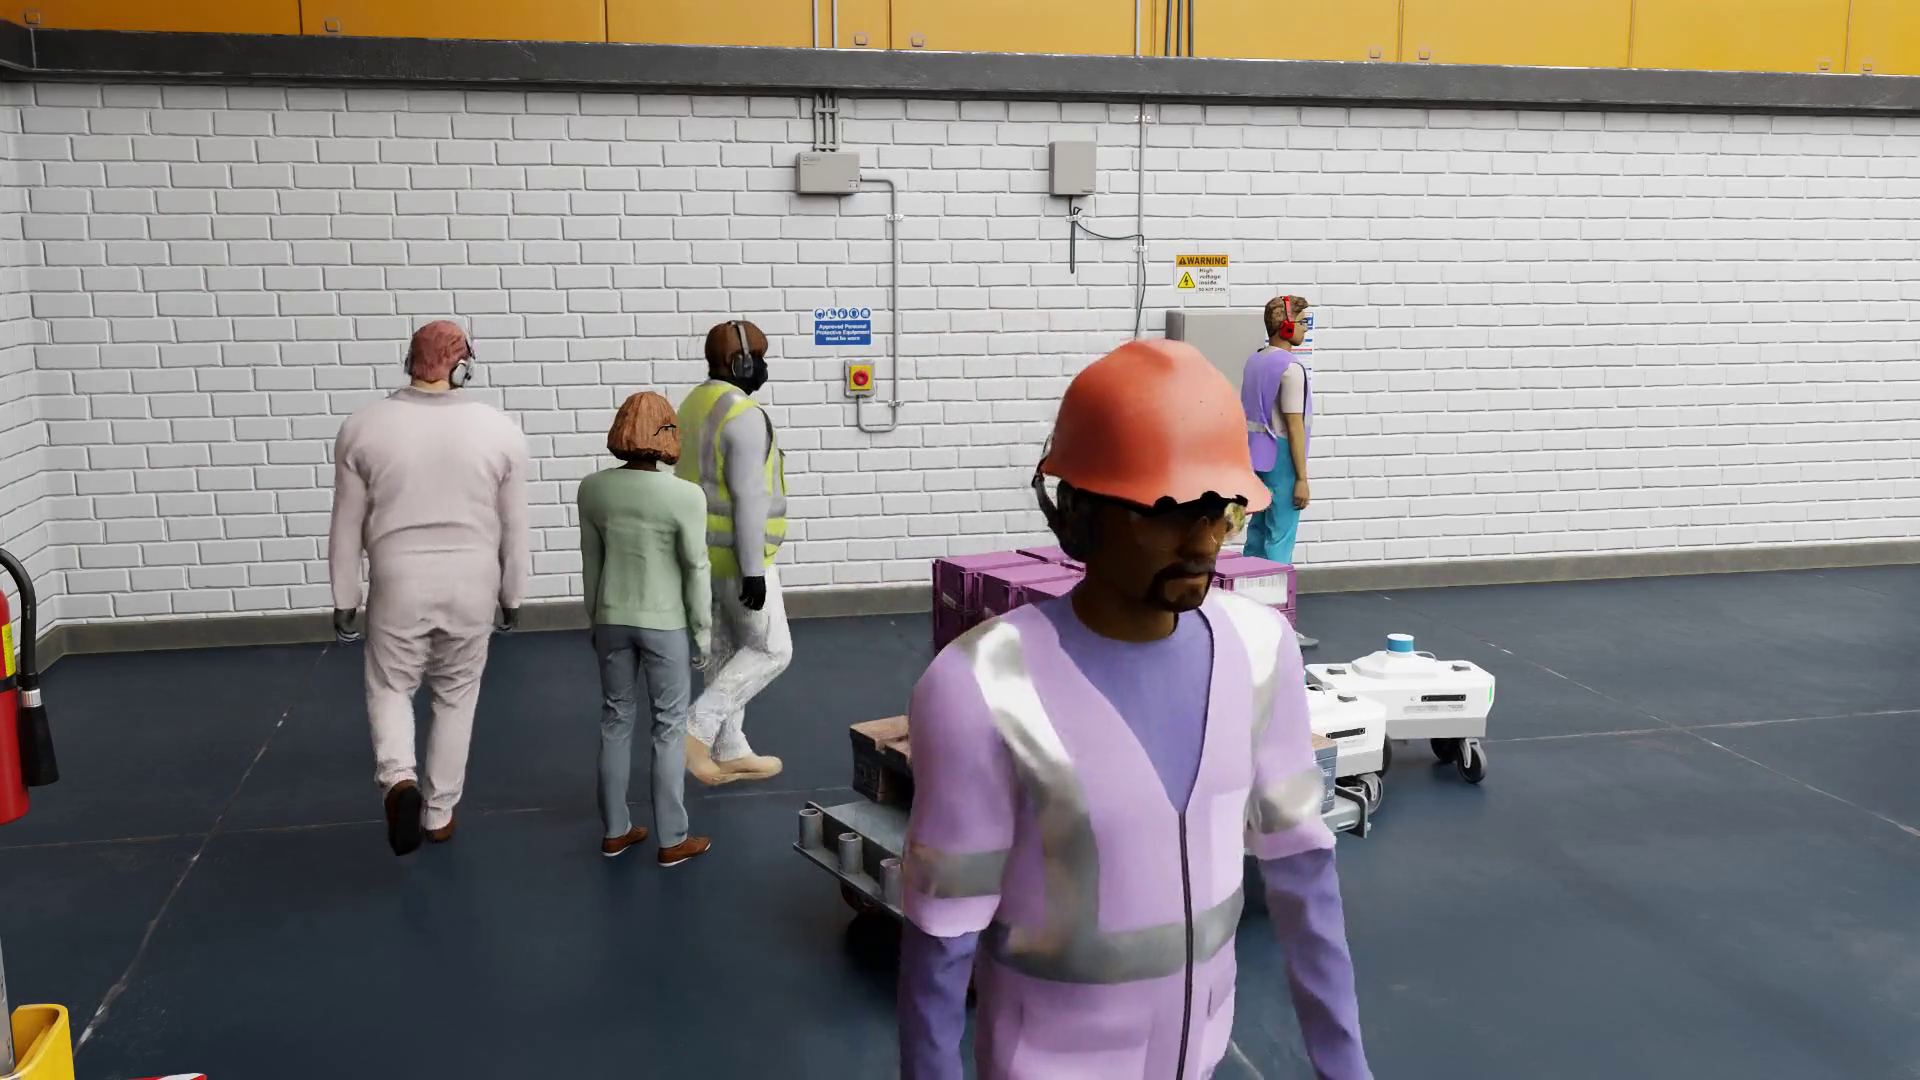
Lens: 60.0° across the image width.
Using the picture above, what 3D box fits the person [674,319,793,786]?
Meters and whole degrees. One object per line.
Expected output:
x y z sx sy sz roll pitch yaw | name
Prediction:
-0.901 0.075 6.397 0.483 1.829 0.653 -6 12 -29 | person

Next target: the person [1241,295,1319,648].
1.654 -0.357 8.746 0.389 1.846 0.566 -3 11 -16 | person

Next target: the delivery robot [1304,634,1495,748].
1.753 0.620 6.655 0.707 0.478 0.477 -1 10 -6 | delivery robot

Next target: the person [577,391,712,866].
-1.072 0.304 5.702 0.493 1.624 0.280 3 11 18 | person

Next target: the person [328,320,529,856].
-1.805 0.187 5.715 0.679 1.866 0.637 -3 11 -18 | person

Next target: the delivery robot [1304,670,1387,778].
1.217 0.714 6.131 0.707 0.478 0.477 -5 11 -26 | delivery robot

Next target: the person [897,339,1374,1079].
0.285 0.740 2.236 0.634 1.993 0.997 -7 13 -35 | person
